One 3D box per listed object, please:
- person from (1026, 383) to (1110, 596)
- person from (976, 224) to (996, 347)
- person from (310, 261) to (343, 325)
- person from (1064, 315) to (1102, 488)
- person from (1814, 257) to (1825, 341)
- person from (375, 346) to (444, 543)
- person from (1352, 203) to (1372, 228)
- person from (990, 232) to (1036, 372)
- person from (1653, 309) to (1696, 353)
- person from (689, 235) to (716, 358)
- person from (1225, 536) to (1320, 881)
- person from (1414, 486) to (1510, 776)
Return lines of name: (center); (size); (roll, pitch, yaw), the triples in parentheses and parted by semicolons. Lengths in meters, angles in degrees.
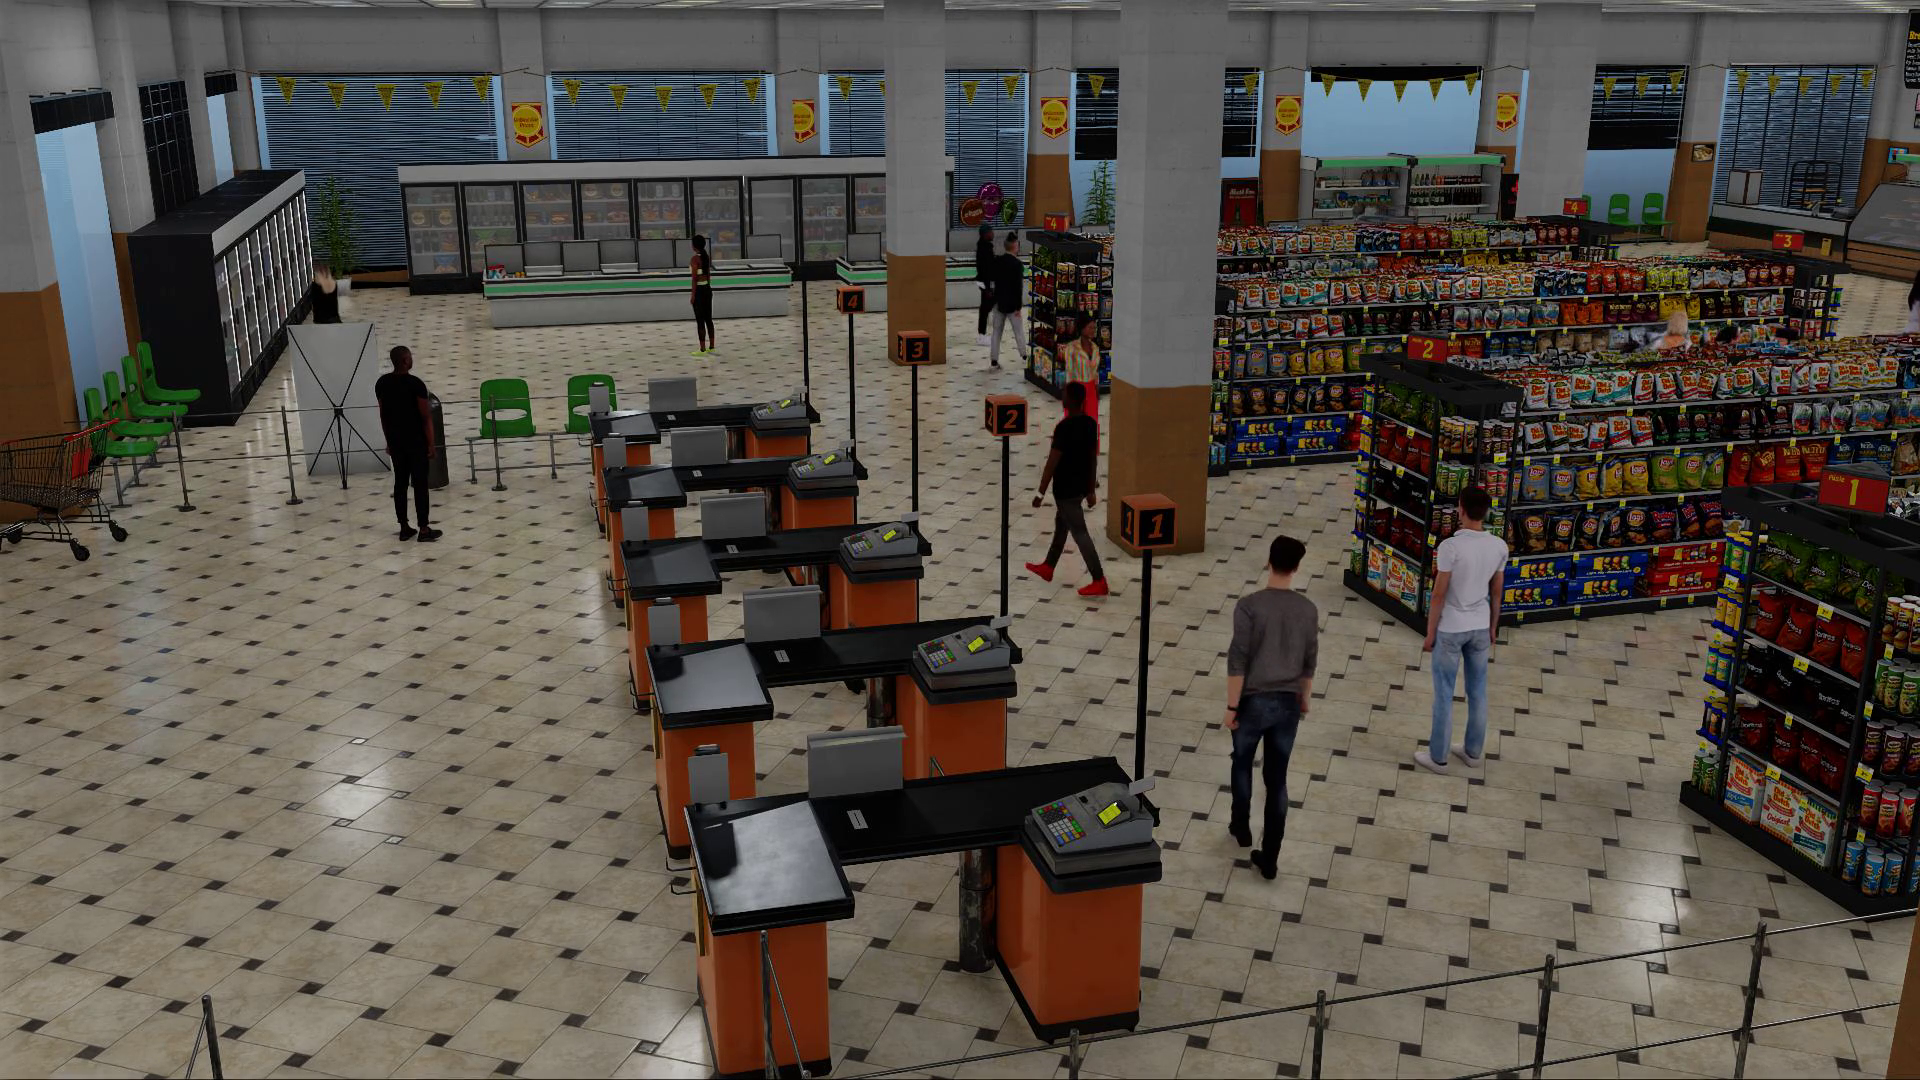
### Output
person: (0.994, -0.376, 13.761); (1.161, 1.764, 1.202); (14, 22, 38)
person: (0.392, -3.872, 25.183); (0.668, 1.817, 0.728); (0, 17, 1)
person: (-8.291, -2.828, 22.027); (1.176, 1.653, 1.097); (9, 19, 27)
person: (1.223, -1.447, 17.257); (0.877, 1.782, 0.810); (-9, 19, -28)
person: (11.297, -2.940, 22.375); (1.180, 1.665, 0.755); (-7, 18, -23)
person: (-5.107, -0.893, 15.371); (0.666, 1.818, 0.802); (4, 17, 14)
person: (6.871, -4.791, 28.247); (1.187, 1.796, 1.150); (11, 20, 31)
person: (0.584, -3.272, 23.057); (1.148, 1.904, 1.279); (13, 21, 36)
person: (7.572, -1.578, 17.768); (0.827, 1.736, 0.893); (10, 20, 30)
person: (-3.771, -3.577, 24.321); (0.698, 1.754, 0.635); (10, 19, 29)
person: (1.704, 0.967, 9.187); (0.921, 1.853, 0.878); (-3, 17, -11)
person: (3.181, 0.569, 10.500); (0.493, 1.851, 0.706); (-6, 18, -18)
